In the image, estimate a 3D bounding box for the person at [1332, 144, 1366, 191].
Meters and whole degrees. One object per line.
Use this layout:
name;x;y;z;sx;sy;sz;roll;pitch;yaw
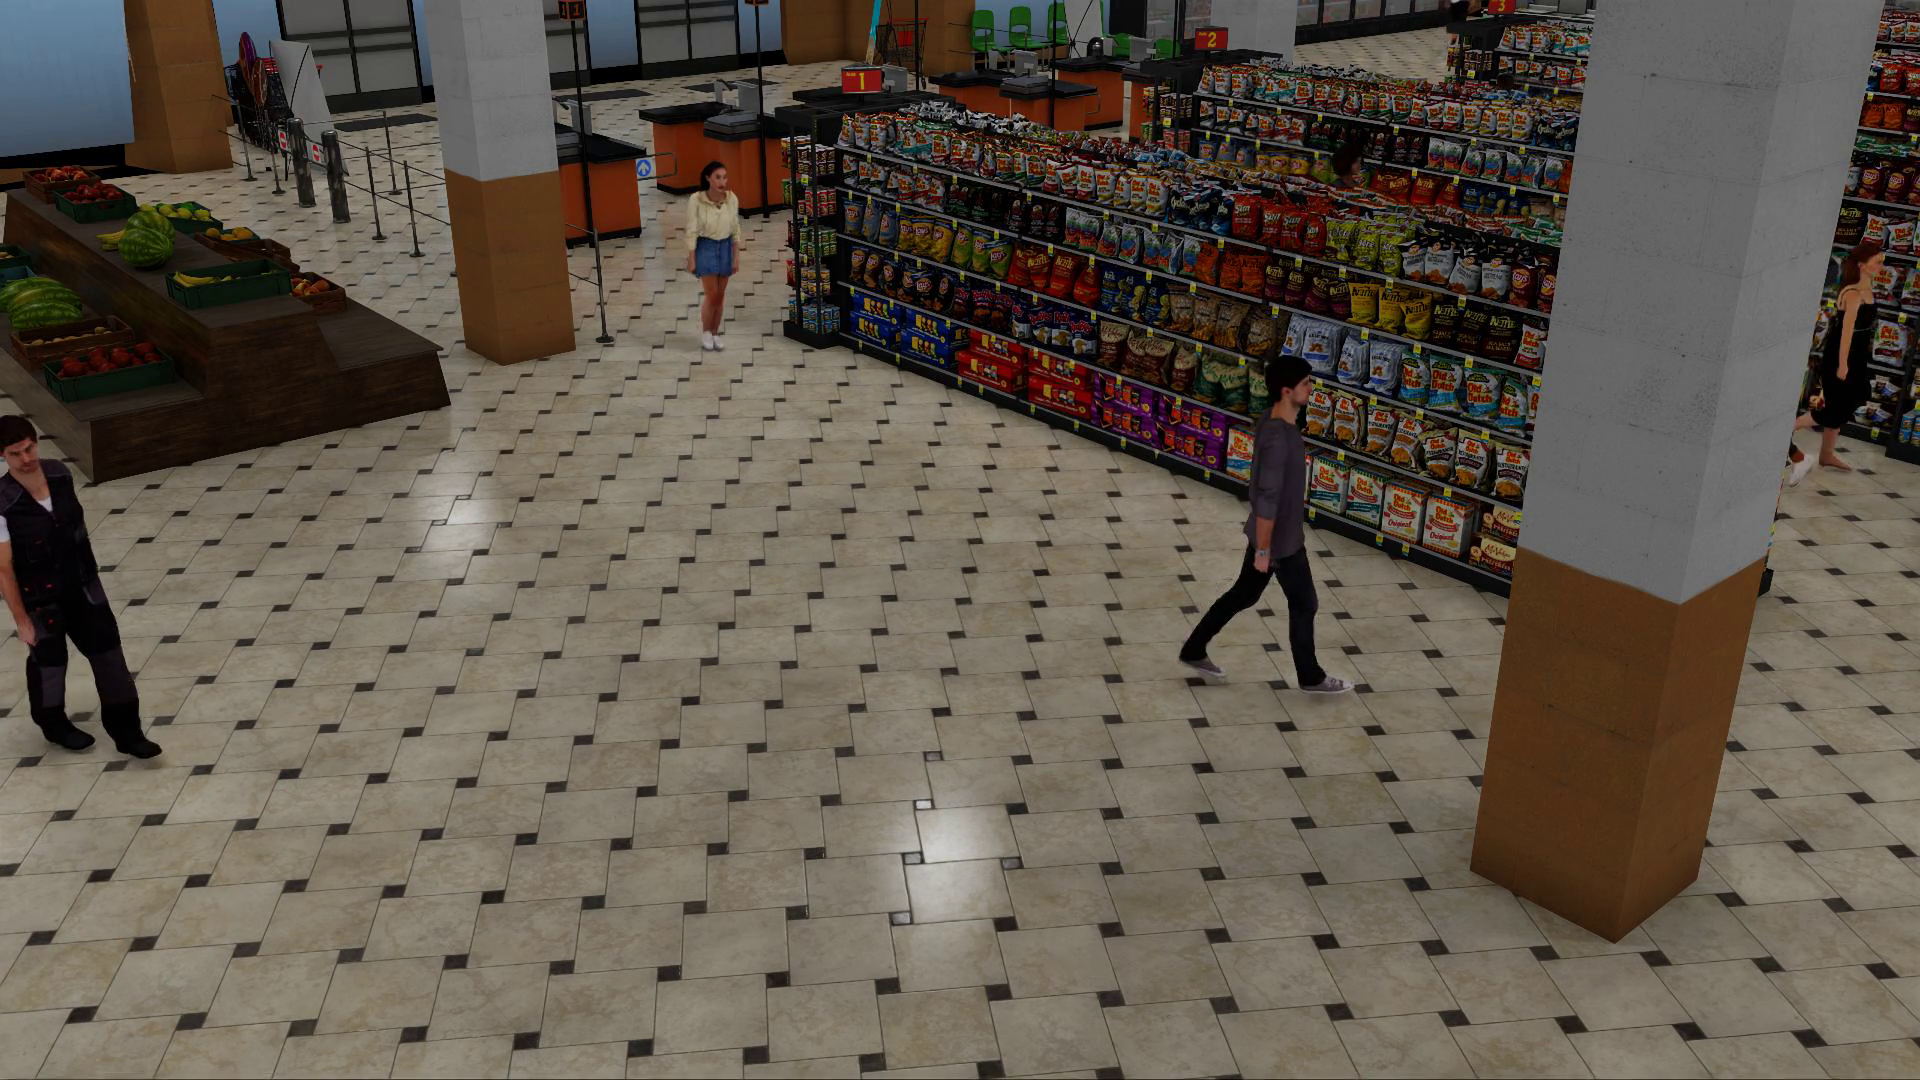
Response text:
person;3.229;-2.566;14.424;0.607;1.690;1.007;-21;31;-40

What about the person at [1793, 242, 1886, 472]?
person;6.058;-1.271;11.559;0.812;1.613;0.640;19;30;36

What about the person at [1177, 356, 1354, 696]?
person;1.517;-0.040;8.497;1.224;1.813;1.171;2;24;4

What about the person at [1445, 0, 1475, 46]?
person;9.704;-10.447;32.291;1.246;1.805;1.068;11;26;24

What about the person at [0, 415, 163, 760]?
person;-4.343;0.230;7.895;1.050;1.801;0.850;9;25;19

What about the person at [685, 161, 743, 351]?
person;-2.126;-2.439;14.225;0.657;1.616;0.602;-14;27;-29
